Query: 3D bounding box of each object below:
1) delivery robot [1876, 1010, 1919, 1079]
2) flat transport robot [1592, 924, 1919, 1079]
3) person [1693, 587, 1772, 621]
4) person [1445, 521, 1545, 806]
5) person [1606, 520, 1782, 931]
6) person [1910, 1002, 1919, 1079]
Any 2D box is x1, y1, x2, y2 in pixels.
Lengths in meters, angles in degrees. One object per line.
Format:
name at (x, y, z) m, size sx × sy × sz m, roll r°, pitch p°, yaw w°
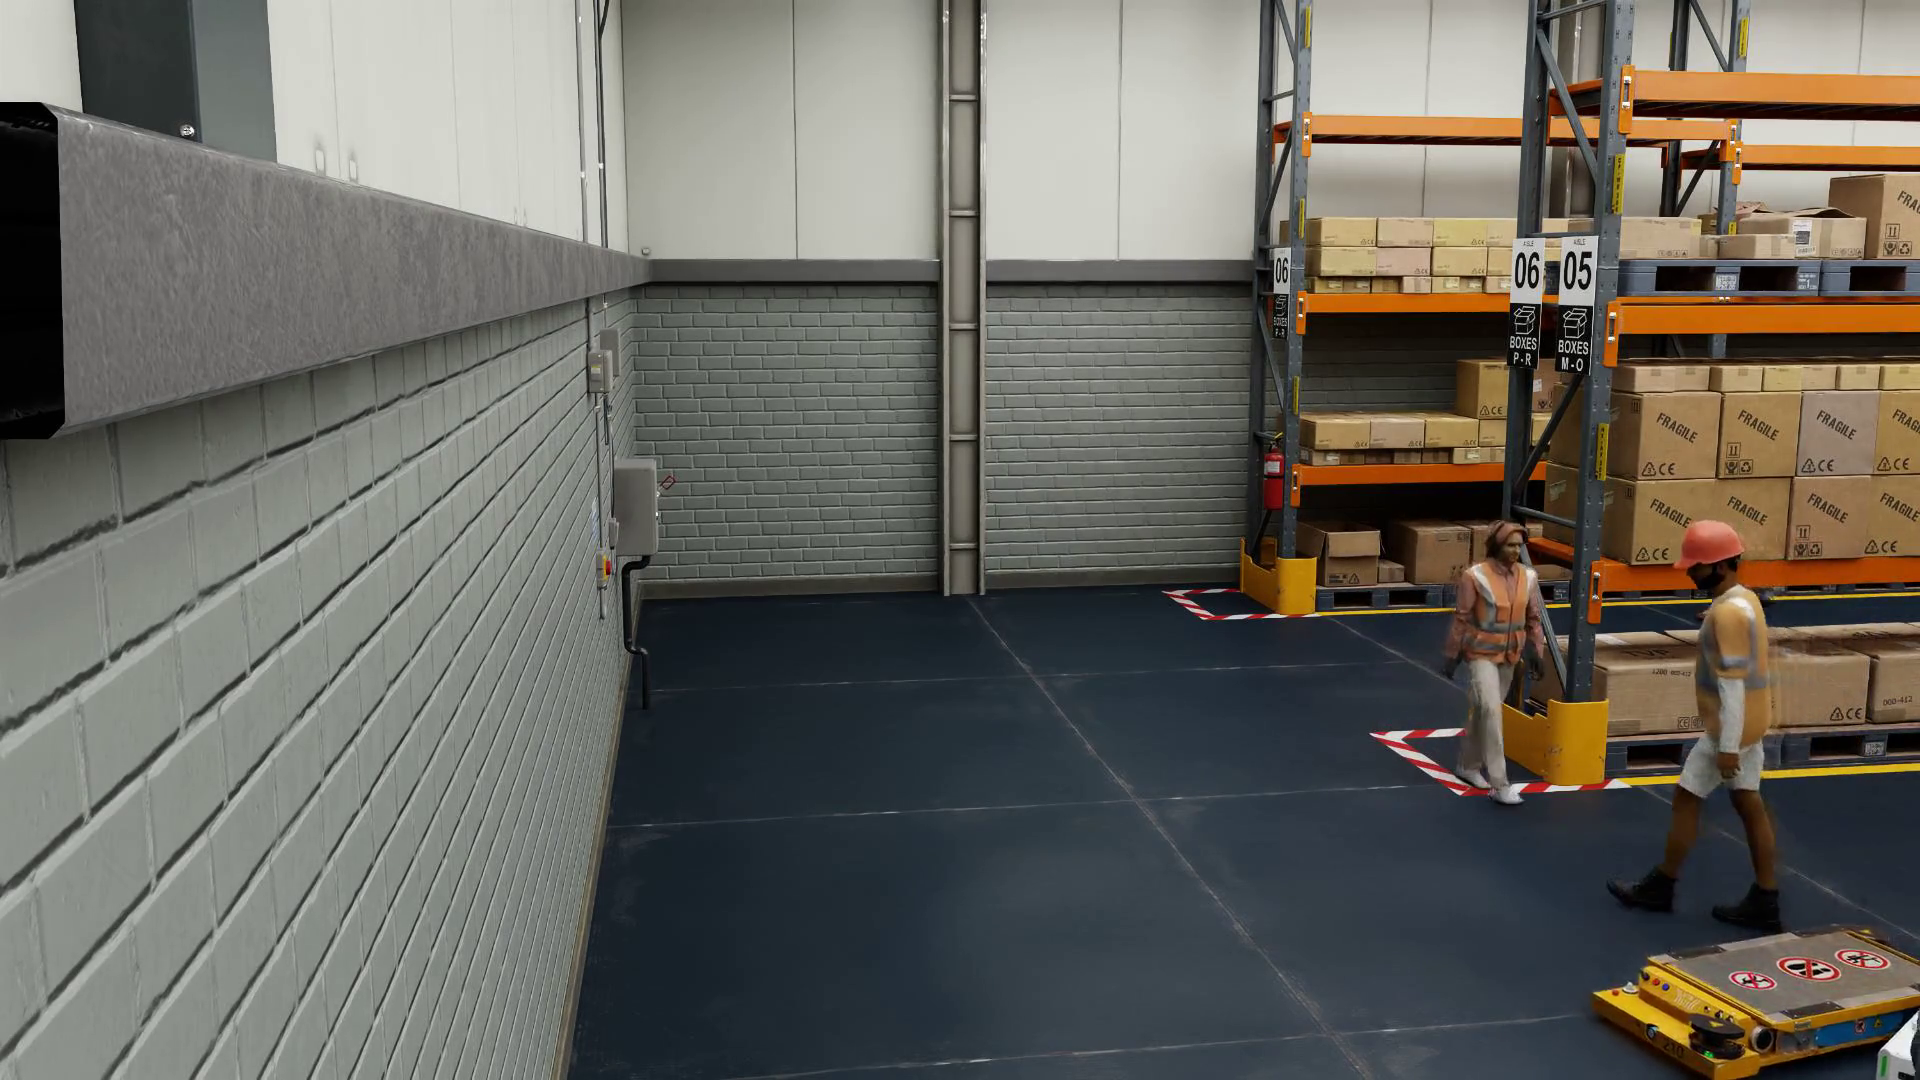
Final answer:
delivery robot at (3.446, 1.789, 5.744) m, size 0.477 × 0.478 × 0.707 m, roll 9°, pitch 13°, yaw 44°
flat transport robot at (3.344, 1.826, 6.676) m, size 1.431 × 0.197 × 0.652 m, roll -3°, pitch 10°, yaw -20°
person at (6.838, -0.230, 14.504) m, size 0.995 × 1.858 × 0.642 m, roll -3°, pitch 10°, yaw -16°
person at (3.108, 0.701, 9.476) m, size 0.539 × 1.598 × 0.787 m, roll -4°, pitch 10°, yaw -21°
person at (3.465, 0.846, 7.736) m, size 0.865 × 1.882 × 0.593 m, roll 6°, pitch 11°, yaw 32°
person at (2.839, 1.500, 4.583) m, size 0.549 × 1.615 × 0.448 m, roll -1°, pitch 9°, yaw -4°
